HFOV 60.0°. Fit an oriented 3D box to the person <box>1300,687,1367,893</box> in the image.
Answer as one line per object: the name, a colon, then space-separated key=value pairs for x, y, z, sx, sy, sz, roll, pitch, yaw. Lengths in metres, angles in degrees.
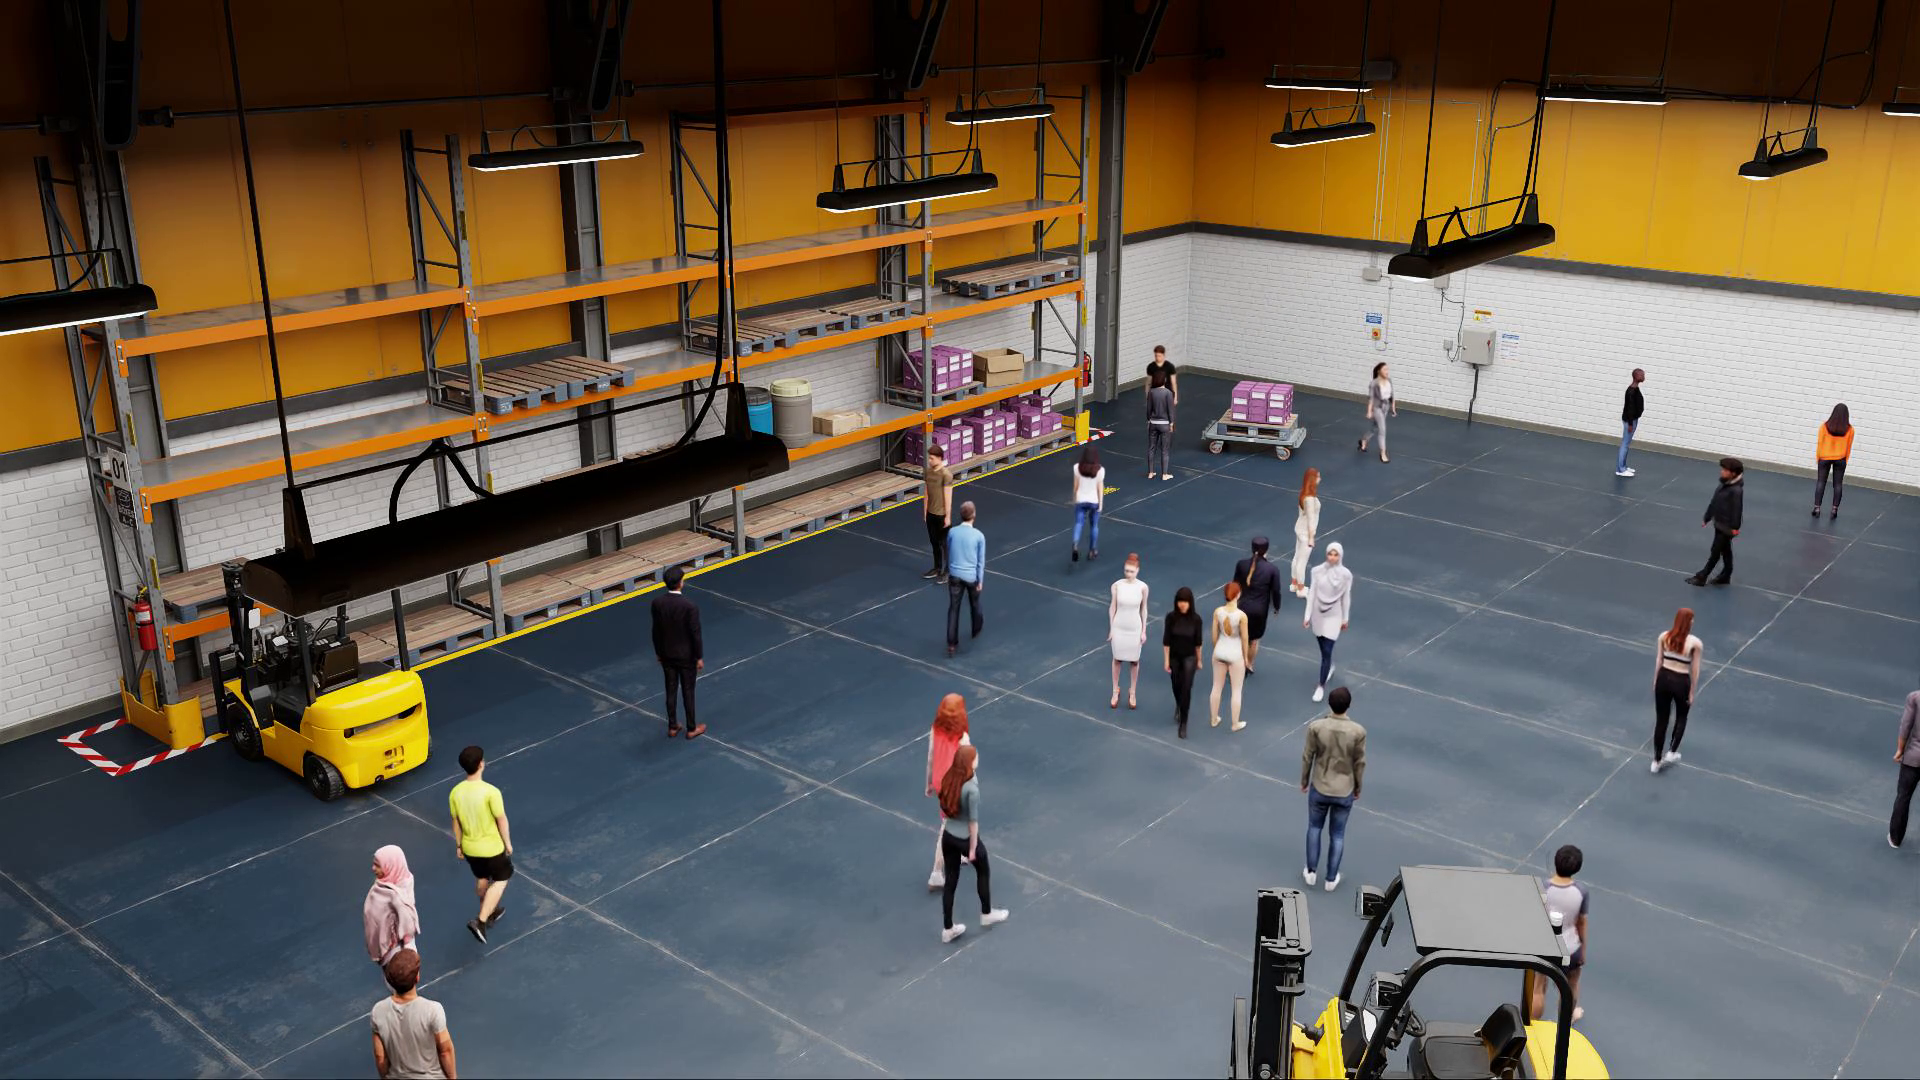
person: x=3.226 y=2.190 z=14.497 sx=0.790 sy=1.841 sz=0.781 roll=4 pitch=19 yaw=11

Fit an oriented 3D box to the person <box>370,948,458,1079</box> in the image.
person: x=-3.461 y=3.464 z=10.623 sx=0.740 sy=1.899 sz=0.784 roll=0 pitch=19 yaw=-1

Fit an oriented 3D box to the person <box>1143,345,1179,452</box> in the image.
person: x=3.466 y=-2.421 z=28.192 sx=0.764 sy=1.840 sz=0.725 roll=9 pitch=21 yaw=25

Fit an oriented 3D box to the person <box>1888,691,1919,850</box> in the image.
person: x=8.817 y=1.964 z=15.154 sx=0.700 sy=1.851 sz=0.560 roll=12 pitch=22 yaw=31

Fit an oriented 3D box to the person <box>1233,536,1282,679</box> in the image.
person: x=3.316 y=0.804 z=18.897 sx=0.767 sy=1.660 sz=0.732 roll=9 pitch=21 yaw=25

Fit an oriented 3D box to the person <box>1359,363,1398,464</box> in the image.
person: x=6.929 y=-2.140 z=27.677 sx=1.112 sy=1.636 sz=0.907 roll=-12 pitch=22 yaw=-31

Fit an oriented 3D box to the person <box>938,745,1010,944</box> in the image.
person: x=-0.049 y=2.521 z=13.701 sx=0.900 sy=1.721 sz=0.663 roll=-17 pitch=25 yaw=-41

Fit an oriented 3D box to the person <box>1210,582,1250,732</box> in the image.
person: x=2.856 y=1.227 z=17.665 sx=0.584 sy=1.644 sz=0.513 roll=11 pitch=21 yaw=29

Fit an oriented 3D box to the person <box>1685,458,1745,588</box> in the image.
person: x=10.113 y=-0.216 z=21.784 sx=1.036 sy=1.750 sz=0.983 roll=-1 pitch=19 yaw=-4

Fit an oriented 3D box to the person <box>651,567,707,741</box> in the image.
person: x=-2.961 y=1.179 z=17.434 sx=0.769 sy=1.883 sz=0.711 roll=6 pitch=19 yaw=16

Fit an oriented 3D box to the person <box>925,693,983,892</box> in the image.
person: x=-0.162 y=2.224 z=14.461 sx=0.646 sy=1.800 sz=0.863 roll=17 pitch=25 yaw=41

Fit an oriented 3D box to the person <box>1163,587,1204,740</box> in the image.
person: x=2.353 y=1.243 z=17.693 sx=0.853 sy=1.596 sz=1.106 roll=4 pitch=19 yaw=13

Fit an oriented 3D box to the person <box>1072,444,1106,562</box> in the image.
person: x=1.713 y=-0.457 z=22.627 sx=0.797 sy=1.669 sz=1.016 roll=7 pitch=20 yaw=20

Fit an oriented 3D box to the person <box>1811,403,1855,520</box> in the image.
person: x=12.934 y=-1.180 z=24.651 sx=0.678 sy=1.748 sz=0.648 roll=8 pitch=20 yaw=22

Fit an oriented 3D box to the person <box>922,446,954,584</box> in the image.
person: x=-0.267 y=-0.359 z=22.053 sx=0.605 sy=1.849 sz=0.687 roll=-17 pitch=25 yaw=-40

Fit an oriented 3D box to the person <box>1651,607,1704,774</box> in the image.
person: x=7.116 y=1.525 z=16.657 sx=0.615 sy=1.724 sz=0.729 roll=12 pitch=22 yaw=32

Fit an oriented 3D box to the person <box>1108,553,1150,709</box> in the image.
person: x=1.833 y=0.991 z=18.122 sx=0.635 sy=1.799 sz=0.641 roll=3 pitch=19 yaw=10

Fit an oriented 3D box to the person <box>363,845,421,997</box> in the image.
person: x=-4.078 y=3.026 z=12.074 sx=0.691 sy=1.803 sz=0.701 roll=-12 pitch=22 yaw=-31

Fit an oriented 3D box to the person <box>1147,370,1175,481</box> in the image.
person: x=3.196 y=-1.851 z=26.608 sx=0.635 sy=1.770 sz=0.561 roll=11 pitch=22 yaw=30

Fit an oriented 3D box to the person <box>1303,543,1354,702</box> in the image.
person: x=4.122 y=0.861 z=18.609 sx=0.733 sy=1.736 sz=1.169 roll=11 pitch=21 yaw=29

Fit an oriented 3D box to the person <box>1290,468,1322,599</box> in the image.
person: x=4.461 y=-0.102 z=21.510 sx=0.745 sy=1.709 sz=0.673 roll=-1 pitch=19 yaw=-2

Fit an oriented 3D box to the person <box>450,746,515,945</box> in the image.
person: x=-3.957 y=2.531 z=13.715 sx=0.860 sy=1.695 sz=1.030 roll=5 pitch=19 yaw=14

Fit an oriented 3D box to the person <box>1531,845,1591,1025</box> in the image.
person: x=4.457 y=3.033 z=12.454 sx=0.836 sy=1.548 sz=0.874 roll=3 pitch=19 yaw=10

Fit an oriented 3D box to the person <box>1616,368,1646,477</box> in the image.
person: x=10.809 y=-1.917 z=26.836 sx=0.701 sy=1.750 sz=0.547 roll=9 pitch=21 yaw=25

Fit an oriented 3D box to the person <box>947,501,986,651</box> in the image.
person: x=0.021 y=0.452 z=19.761 sx=0.993 sy=1.774 sz=1.264 roll=5 pitch=19 yaw=14
